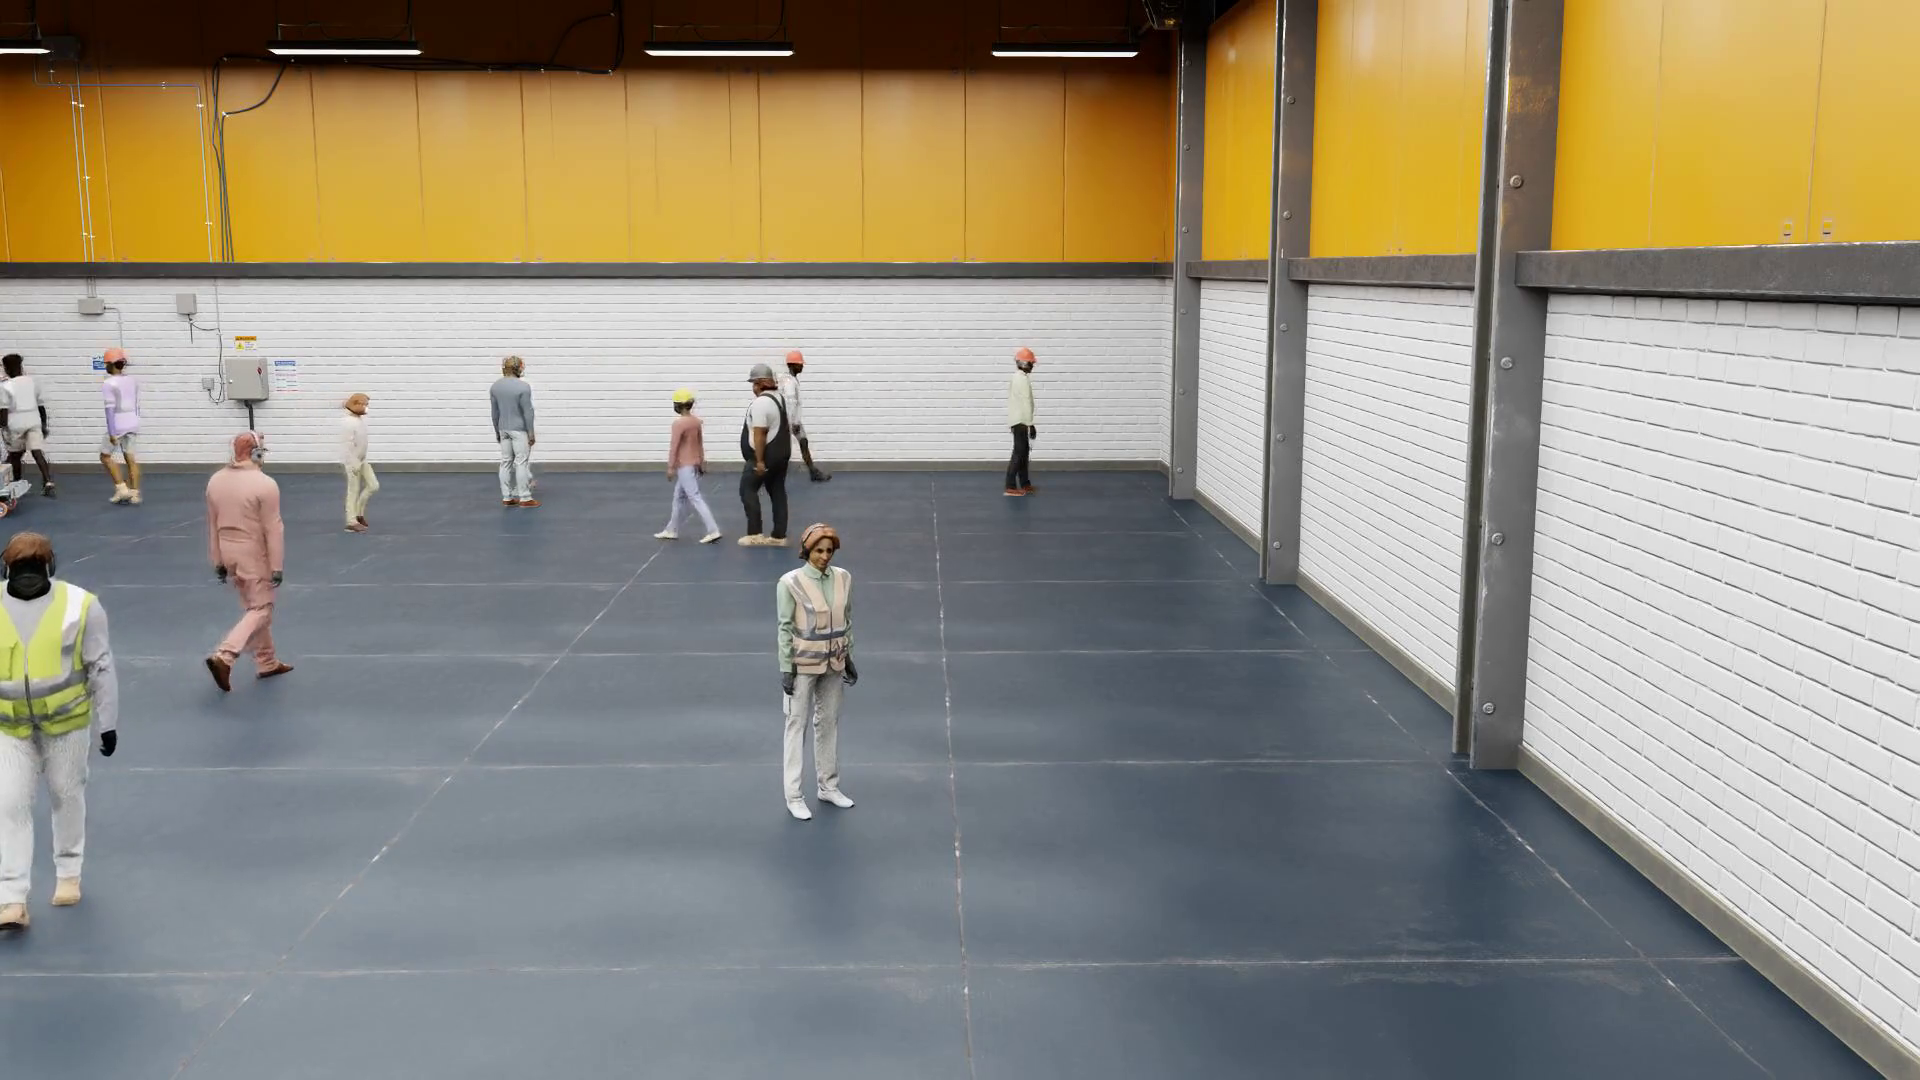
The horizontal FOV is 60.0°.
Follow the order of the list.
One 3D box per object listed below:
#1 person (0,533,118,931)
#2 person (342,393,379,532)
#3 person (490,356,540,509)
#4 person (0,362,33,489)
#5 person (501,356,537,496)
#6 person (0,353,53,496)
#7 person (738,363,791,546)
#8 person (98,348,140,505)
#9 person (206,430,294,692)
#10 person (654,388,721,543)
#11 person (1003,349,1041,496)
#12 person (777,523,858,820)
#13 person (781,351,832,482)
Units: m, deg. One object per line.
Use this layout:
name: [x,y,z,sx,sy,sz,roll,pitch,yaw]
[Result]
person: [-4.265,0.880,7.705,0.657,1.814,0.771,-4,10,-23]
person: [-6.942,-0.891,19.172,0.383,1.618,0.523,1,9,4]
person: [-5.656,-1.363,21.109,0.627,1.936,0.374,5,10,26]
person: [-13.002,-1.593,22.836,0.392,1.826,0.542,-8,12,-40]
person: [-5.942,-1.515,22.224,0.405,1.870,0.590,-2,9,-12]
person: [-12.491,-1.544,22.241,0.959,1.922,0.635,7,11,36]
person: [-2.156,-0.938,18.177,0.634,2.000,0.701,4,10,22]
person: [-10.799,-1.448,21.345,0.528,2.021,0.622,3,10,16]
person: [-5.193,0.145,12.067,0.645,1.875,0.823,4,10,25]
person: [-3.027,-0.825,18.463,0.893,1.723,0.533,3,10,19]
person: [0.847,-1.573,22.335,0.598,1.968,0.626,-2,9,-12]
person: [-0.797,0.717,9.260,0.514,1.639,0.311,-8,13,-42]
person: [-2.382,-1.744,23.598,1.012,1.887,0.557,0,9,2]
